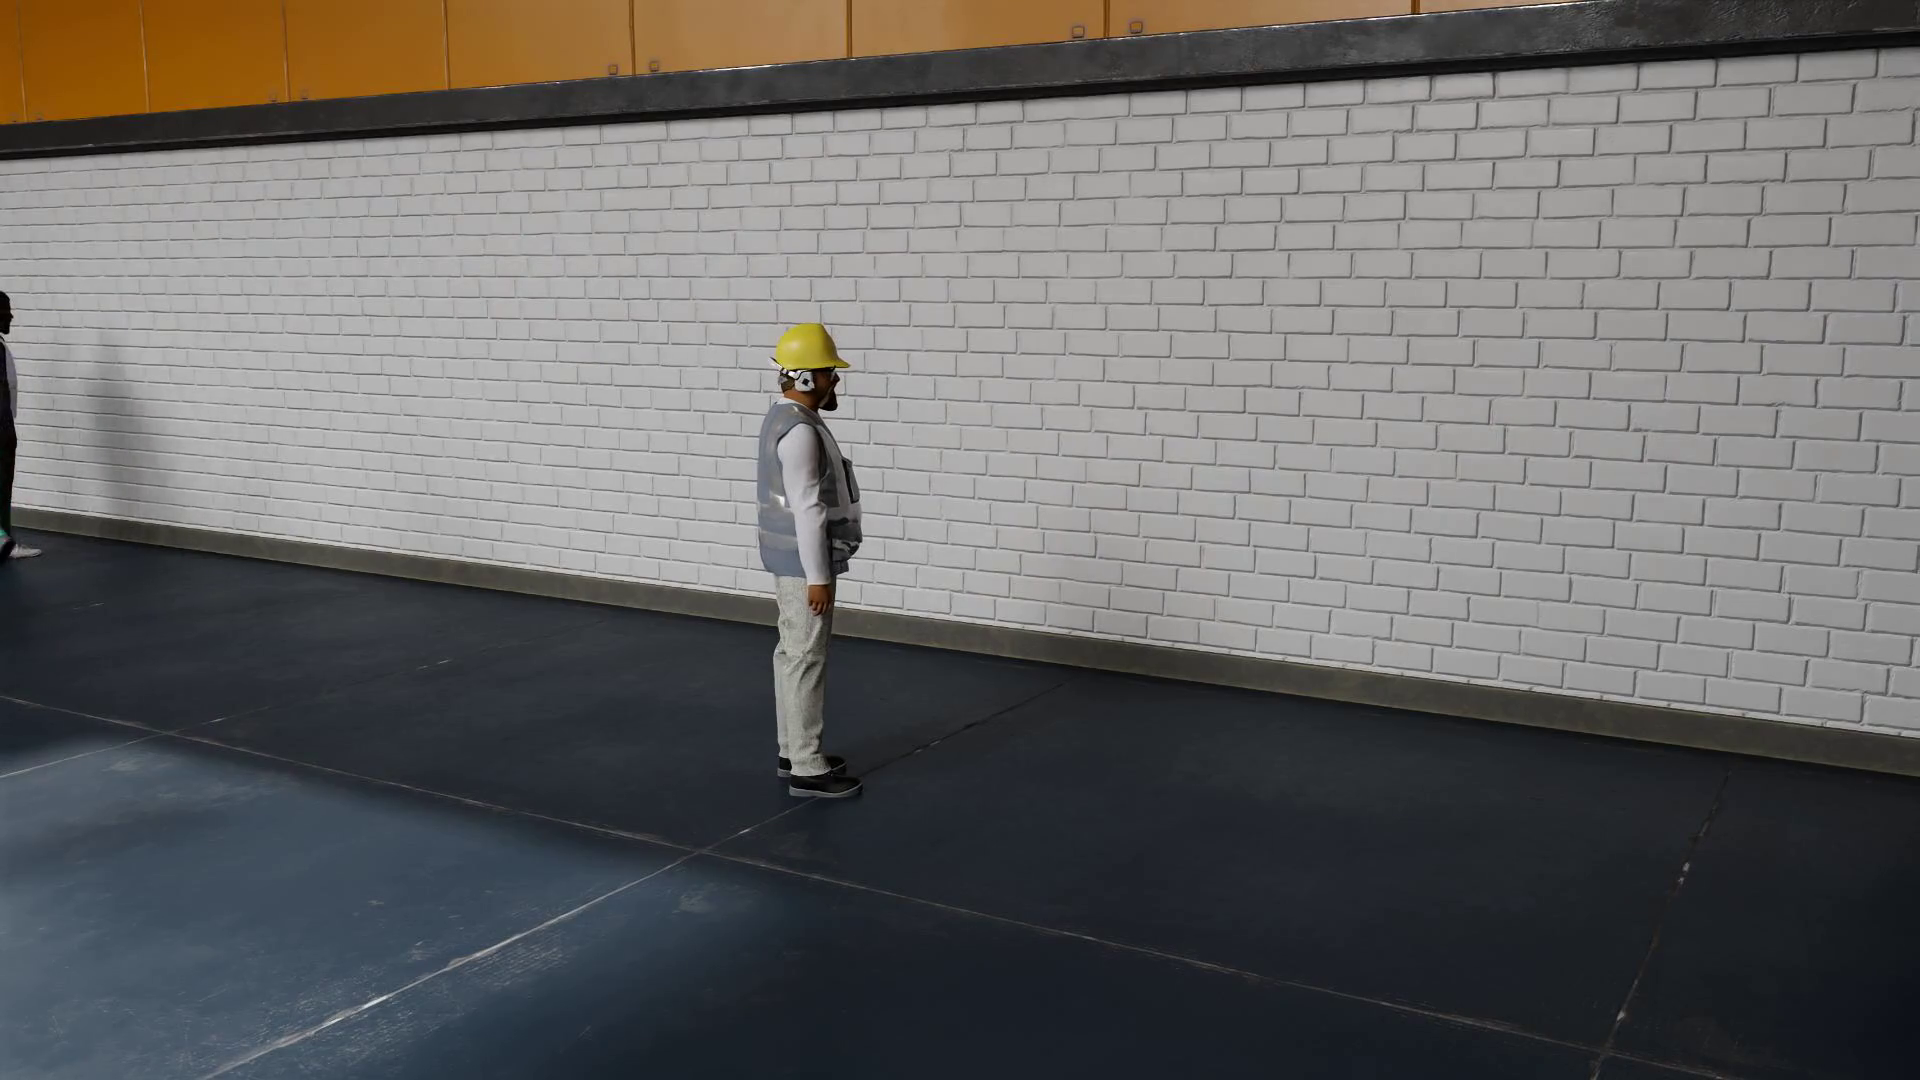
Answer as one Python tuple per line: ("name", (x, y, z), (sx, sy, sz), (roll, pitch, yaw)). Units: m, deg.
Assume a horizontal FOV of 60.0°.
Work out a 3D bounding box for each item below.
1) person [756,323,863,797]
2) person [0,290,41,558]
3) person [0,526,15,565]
("person", (-0.583, 0.077, 6.487), (0.404, 1.833, 0.590), (-2, 9, -14))
("person", (-6.875, -0.828, 11.877), (0.320, 1.915, 0.597), (-9, 12, -43))
("person", (-6.889, -0.645, 11.306), (0.792, 1.738, 0.530), (2, 9, 13))
